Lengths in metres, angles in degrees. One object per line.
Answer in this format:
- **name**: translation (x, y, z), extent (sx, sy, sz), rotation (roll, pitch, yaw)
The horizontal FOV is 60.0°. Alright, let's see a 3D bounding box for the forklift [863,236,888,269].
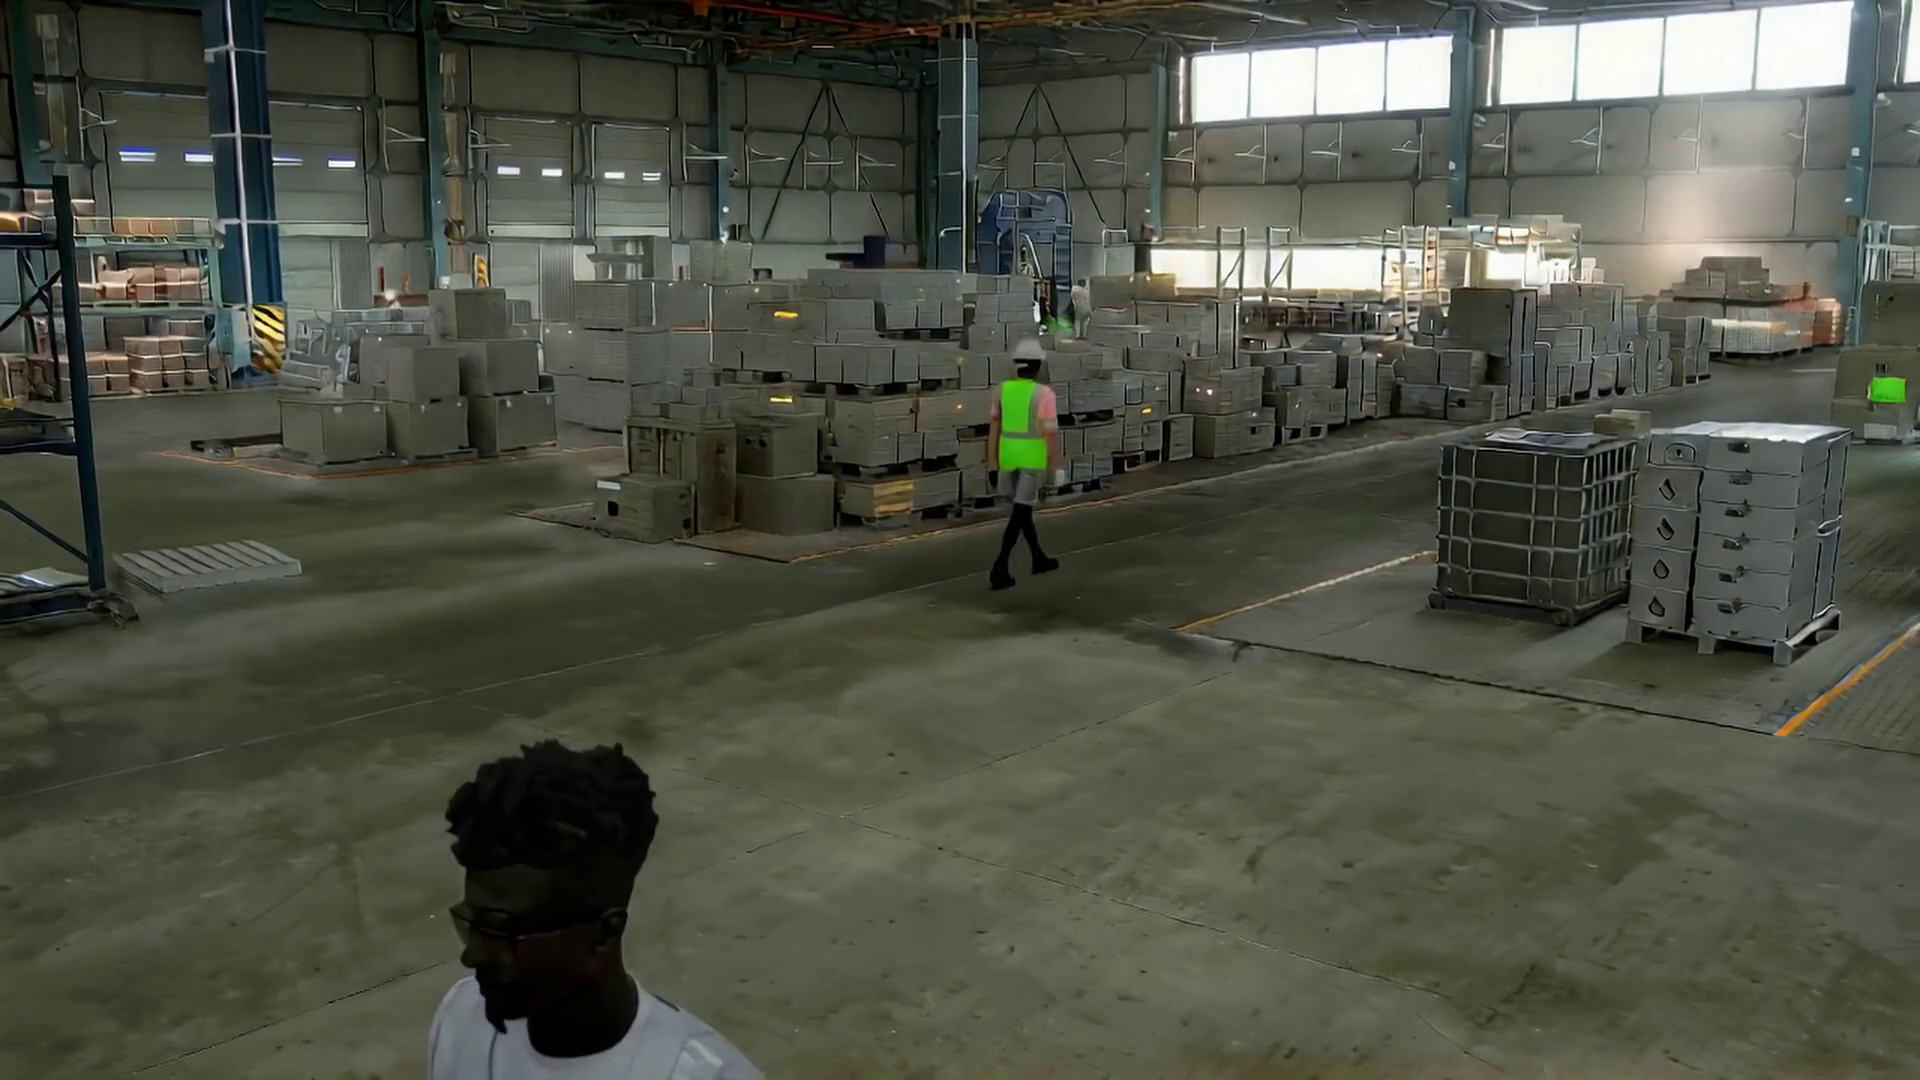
- **forklift**: translation (-2.001, -5.814, 39.492), extent (1.873, 2.768, 1.129), rotation (2, 10, 14)

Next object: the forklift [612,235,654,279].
- **forklift**: translation (-7.300, -5.450, 37.421), extent (1.873, 2.768, 1.129), rotation (8, 13, 40)

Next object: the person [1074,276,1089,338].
- **person**: translation (3.062, -5.440, 40.265), extent (1.040, 1.875, 0.681), rotation (-7, 12, -36)

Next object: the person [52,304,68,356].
- **person**: translation (-17.804, -4.157, 32.959), extent (0.608, 1.855, 0.705), rotation (4, 11, 23)

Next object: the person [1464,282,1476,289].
- **person**: translation (9.516, -3.852, 31.064), extent (0.392, 1.919, 0.591), rotation (1, 10, 7)

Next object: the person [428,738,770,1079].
- **person**: translation (-0.464, 1.202, 2.148), extent (0.607, 1.966, 0.373), rotation (7, 12, 34)

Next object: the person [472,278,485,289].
- **person**: translation (-9.947, -4.458, 34.495), extent (0.661, 1.919, 0.624), rotation (-3, 10, -18)

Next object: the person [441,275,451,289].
- **person**: translation (-11.682, -5.059, 37.896), extent (0.544, 1.933, 0.376), rotation (-7, 12, -33)

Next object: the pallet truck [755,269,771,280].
- **pallet truck**: translation (-4.996, -6.432, 45.525), extent (1.885, 1.965, 0.823), rotation (-6, 12, -32)

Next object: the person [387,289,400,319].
- **person**: translation (-12.860, -4.923, 38.015), extent (0.610, 1.621, 0.522), rotation (-6, 11, -29)

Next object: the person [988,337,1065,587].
- **person**: translation (0.498, -0.601, 12.674), extent (0.558, 1.886, 1.020), rotation (7, 12, 35)
